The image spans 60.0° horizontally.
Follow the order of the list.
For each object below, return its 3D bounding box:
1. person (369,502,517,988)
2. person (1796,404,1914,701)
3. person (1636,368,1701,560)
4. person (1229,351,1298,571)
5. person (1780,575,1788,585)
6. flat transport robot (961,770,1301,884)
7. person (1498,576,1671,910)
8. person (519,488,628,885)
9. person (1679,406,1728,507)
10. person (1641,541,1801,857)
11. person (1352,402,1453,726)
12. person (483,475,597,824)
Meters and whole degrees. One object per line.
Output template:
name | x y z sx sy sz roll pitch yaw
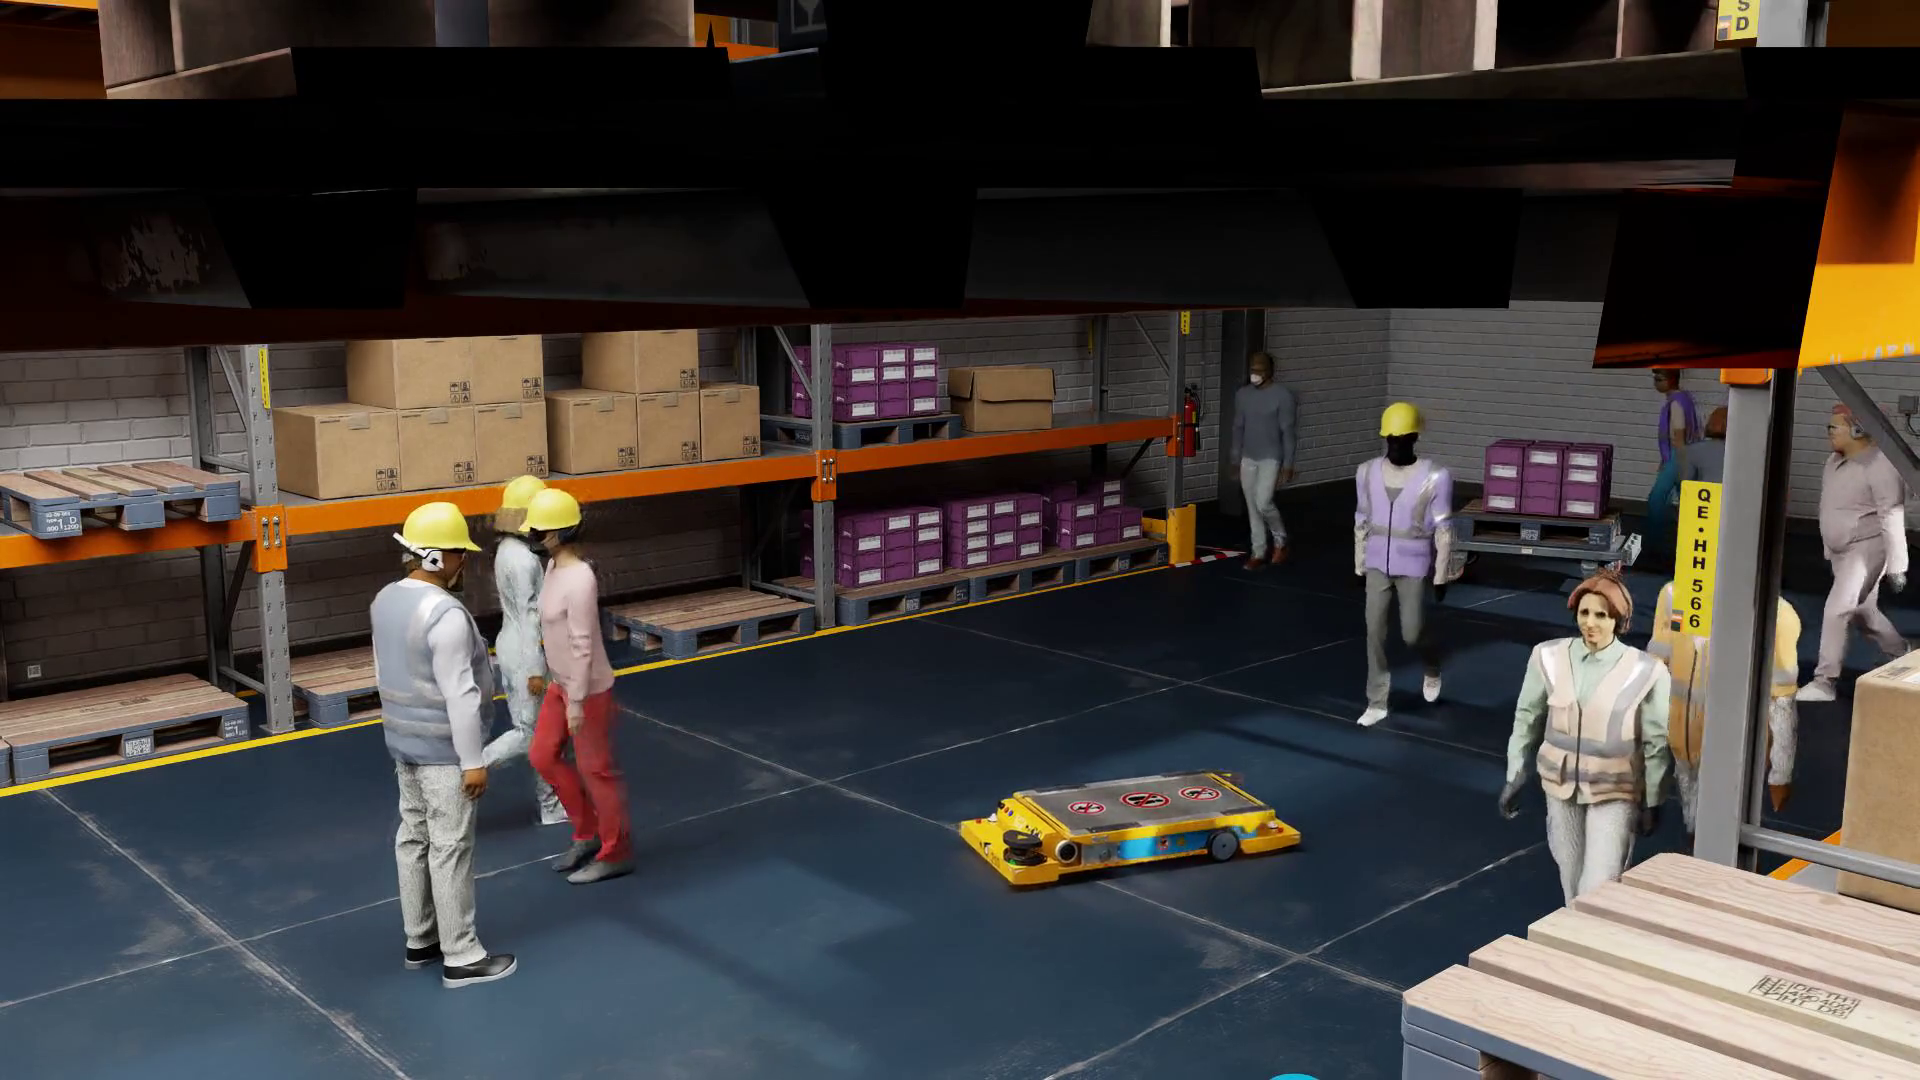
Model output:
person | -1.960 0.766 6.287 0.587 1.825 0.404 9 14 44
person | 5.601 0.083 10.232 0.890 1.861 0.685 0 10 3
person | 6.312 -0.685 14.849 0.854 1.790 0.649 5 11 27
person | 2.628 -0.686 14.493 0.457 1.919 0.631 -8 13 -40
person | 6.608 -0.595 13.975 0.717 1.924 0.639 7 12 36
flat transport robot | 0.785 1.303 7.683 1.431 0.197 0.652 -4 10 -20
person | 2.206 0.933 5.940 0.528 1.614 0.680 9 13 44
person | -1.664 0.638 7.200 0.442 1.750 0.570 -5 11 -27
person | 5.678 -0.192 12.509 0.506 1.620 0.425 6 11 32
person | 2.686 0.768 6.088 0.983 1.883 0.555 -5 11 -25
person | 2.624 0.130 9.798 0.590 1.910 0.661 8 12 38
person | -2.113 0.548 7.847 0.668 1.716 0.489 -3 10 -19
